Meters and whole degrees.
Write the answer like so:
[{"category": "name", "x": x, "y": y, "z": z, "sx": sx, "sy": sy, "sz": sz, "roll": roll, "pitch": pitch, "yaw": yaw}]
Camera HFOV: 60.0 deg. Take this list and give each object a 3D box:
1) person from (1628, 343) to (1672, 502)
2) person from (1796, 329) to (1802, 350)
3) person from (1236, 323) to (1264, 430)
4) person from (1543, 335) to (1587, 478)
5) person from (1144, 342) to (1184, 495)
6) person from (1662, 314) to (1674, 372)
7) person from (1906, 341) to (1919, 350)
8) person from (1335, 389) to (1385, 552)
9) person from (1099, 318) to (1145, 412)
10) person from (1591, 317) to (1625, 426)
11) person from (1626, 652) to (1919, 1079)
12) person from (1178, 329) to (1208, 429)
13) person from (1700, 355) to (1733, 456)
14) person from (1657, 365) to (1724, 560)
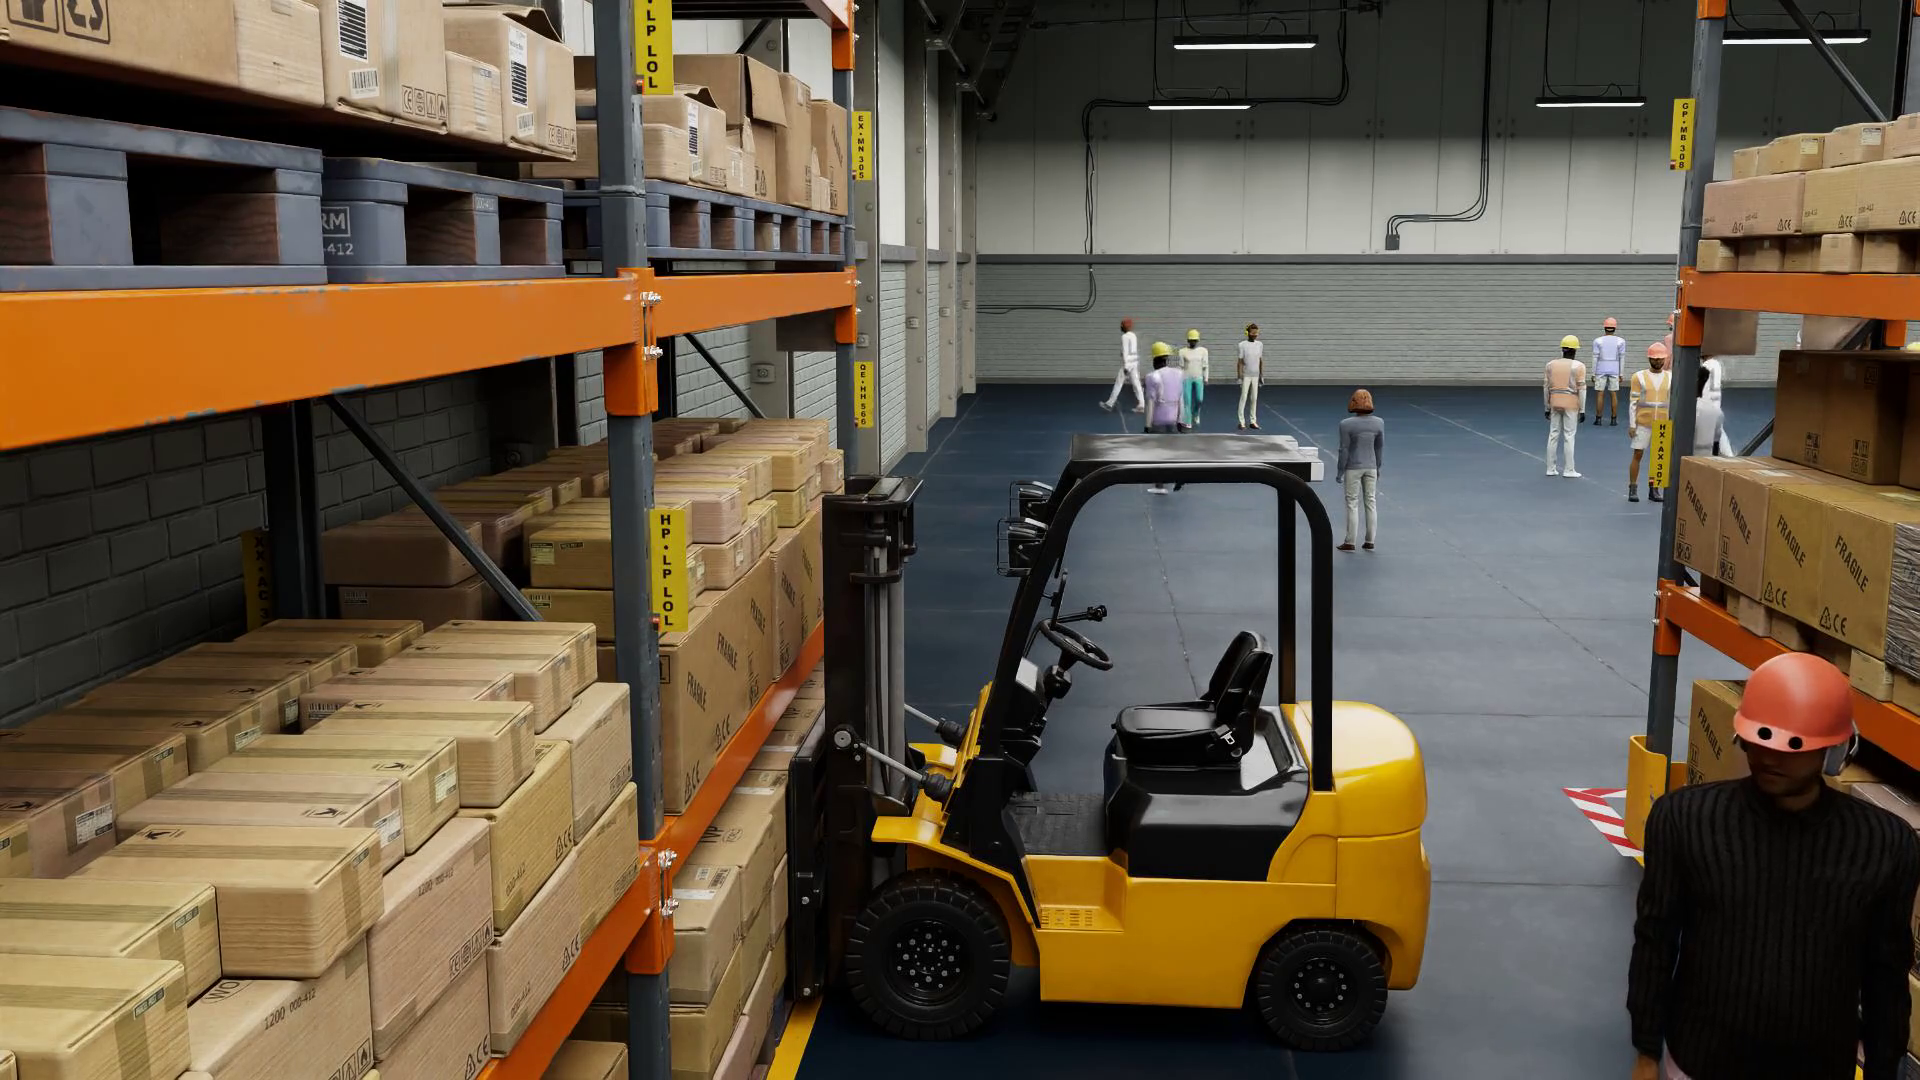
[{"category": "person", "x": 8.393, "y": -1.421, "z": 20.160, "sx": 0.545, "sy": 1.939, "sz": 0.373, "roll": 1, "pitch": 9, "yaw": 6}, {"category": "person", "x": 17.293, "y": -3.677, "z": 33.821, "sx": 0.353, "sy": 1.942, "sz": 0.545, "roll": -8, "pitch": 12, "yaw": -39}, {"category": "person", "x": 5.072, "y": -2.847, "z": 29.061, "sx": 0.501, "sy": 1.858, "sz": 0.312, "roll": -4, "pitch": 10, "yaw": -24}, {"category": "person", "x": 8.200, "y": -1.806, "z": 22.529, "sx": 0.366, "sy": 1.926, "sz": 0.594, "roll": -8, "pitch": 13, "yaw": -42}, {"category": "person", "x": 2.530, "y": -1.510, "z": 20.743, "sx": 0.596, "sy": 1.913, "sz": 0.450, "roll": -7, "pitch": 12, "yaw": -35}, {"category": "person", "x": 12.977, "y": -3.114, "z": 30.268, "sx": 0.628, "sy": 1.998, "sz": 0.390, "roll": -6, "pitch": 11, "yaw": -31}, {"category": "person", "x": 14.022, "y": -2.043, "z": 24.490, "sx": 0.535, "sy": 1.748, "sz": 0.486, "roll": -2, "pitch": 10, "yaw": -10}, {"category": "person", "x": 4.001, "y": -0.692, "z": 16.666, "sx": 0.500, "sy": 1.633, "sz": 0.280, "roll": -3, "pitch": 10, "yaw": -17}, {"category": "person", "x": 3.231, "y": -3.414, "z": 32.552, "sx": 1.003, "sy": 1.827, "sz": 0.602, "roll": 5, "pitch": 11, "yaw": 30}, {"category": "person", "x": 11.592, "y": -3.010, "z": 29.791, "sx": 0.547, "sy": 1.938, "sz": 0.379, "roll": 2, "pitch": 10, "yaw": 14}, {"category": "person", "x": 1.900, "y": 1.231, "z": 3.933, "sx": 0.613, "sy": 1.991, "sz": 0.391, "roll": 3, "pitch": 10, "yaw": 18}, {"category": "person", "x": 4.096, "y": -2.836, "z": 29.299, "sx": 0.551, "sy": 1.744, "sz": 0.429, "roll": 1, "pitch": 9, "yaw": 4}, {"category": "person", "x": 10.480, "y": -1.892, "z": 23.375, "sx": 0.580, "sy": 1.834, "sz": 1.006, "roll": -9, "pitch": 13, "yaw": -42}, {"category": "person", "x": 6.962, "y": -0.692, "z": 15.736, "sx": 0.625, "sy": 1.943, "sz": 0.732, "roll": -5, "pitch": 11, "yaw": -28}]
